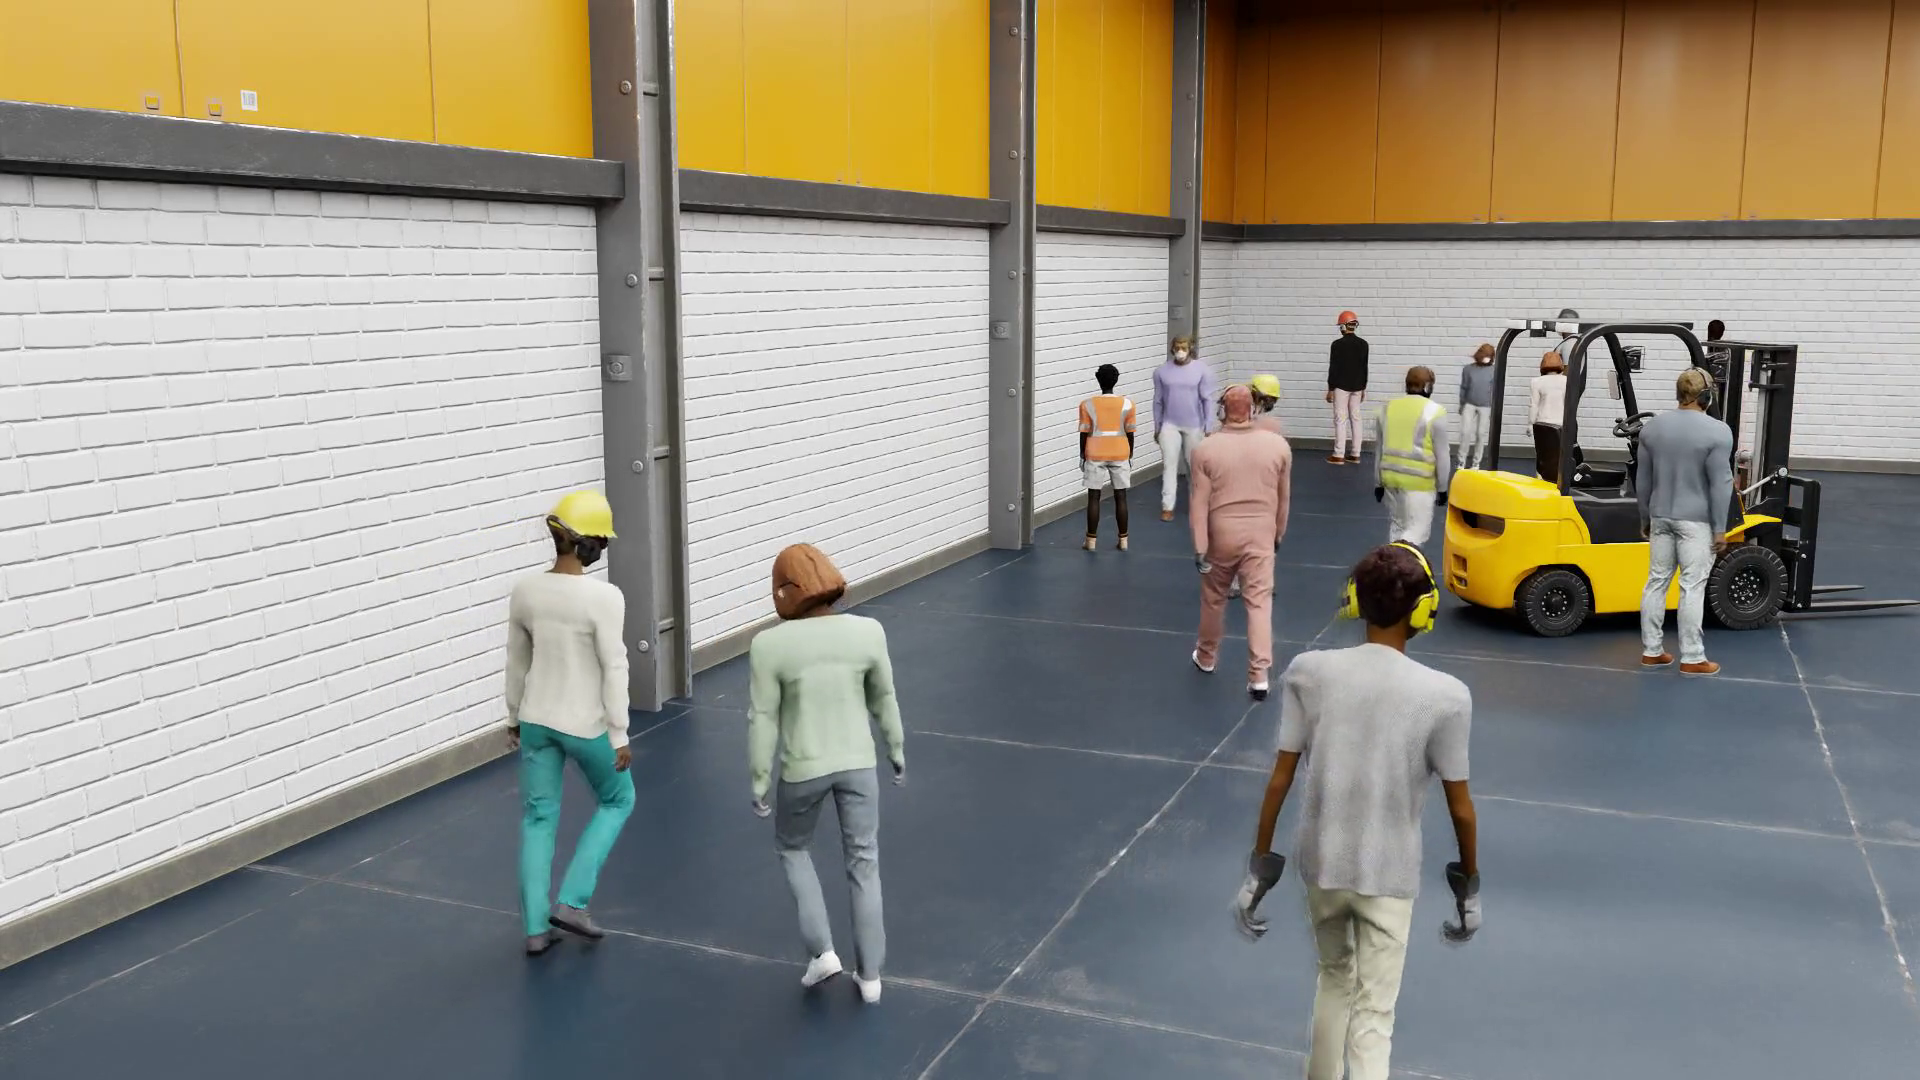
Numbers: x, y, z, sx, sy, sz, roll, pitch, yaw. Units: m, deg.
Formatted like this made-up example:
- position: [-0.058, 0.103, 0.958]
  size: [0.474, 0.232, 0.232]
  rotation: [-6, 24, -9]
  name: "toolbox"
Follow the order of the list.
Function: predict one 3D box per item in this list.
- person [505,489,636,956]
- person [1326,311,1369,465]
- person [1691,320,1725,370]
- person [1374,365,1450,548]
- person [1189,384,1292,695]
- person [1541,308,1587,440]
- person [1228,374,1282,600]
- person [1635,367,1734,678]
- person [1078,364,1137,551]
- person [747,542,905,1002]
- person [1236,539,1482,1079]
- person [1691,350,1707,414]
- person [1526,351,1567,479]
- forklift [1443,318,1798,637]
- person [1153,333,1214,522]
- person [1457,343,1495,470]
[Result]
- position: [-1.463, 0.683, 6.175]
  size: [0.629, 1.738, 0.432]
  rotation: [4, 10, 24]
  name: "person"
- position: [5.012, -1.973, 21.567]
  size: [0.611, 1.986, 0.401]
  rotation: [-5, 11, -29]
  name: "person"
- position: [9.063, -1.688, 20.044]
  size: [0.591, 1.920, 0.393]
  rotation: [0, 9, -3]
  name: "person"
- position: [3.392, -0.425, 12.714]
  size: [0.674, 1.815, 0.630]
  rotation: [-6, 11, -34]
  name: "person"
- position: [1.695, -0.017, 10.130]
  size: [0.643, 1.856, 1.012]
  rotation: [0, 9, -2]
  name: "person"
- position: [7.555, -1.884, 20.856]
  size: [0.537, 2.000, 0.678]
  rotation: [5, 11, 27]
  name: "person"
- position: [2.273, -0.403, 12.819]
  size: [0.546, 1.735, 0.587]
  rotation: [8, 12, 41]
  name: "person"
- position: [4.532, -0.113, 10.437]
  size: [0.379, 1.940, 0.629]
  rotation: [-6, 11, -31]
  name: "person"
- position: [1.325, -0.738, 14.987]
  size: [0.531, 1.691, 0.321]
  rotation: [0, 9, -3]
  name: "person"
- position: [-0.445, 0.813, 5.805]
  size: [0.603, 1.613, 0.385]
  rotation: [-3, 10, -17]
  name: "person"
- position: [1.104, 0.913, 4.527]
  size: [0.595, 1.835, 0.743]
  rotation: [6, 11, 31]
  name: "person"
- position: [7.405, -1.015, 16.462]
  size: [0.698, 1.745, 0.529]
  rotation: [-5, 10, -26]
  name: "person"
- position: [6.474, -1.254, 18.273]
  size: [0.499, 1.633, 0.288]
  rotation: [-1, 9, -4]
  name: "person"
- position: [4.706, -0.497, 11.990]
  size: [2.313, 2.155, 1.214]
  rotation: [-2, 10, -10]
  name: "forklift"
- position: [2.279, -1.175, 17.002]
  size: [0.643, 1.902, 0.973]
  rotation: [3, 10, 16]
  name: "person"
- position: [6.479, -1.648, 20.703]
  size: [0.535, 1.603, 0.482]
  rotation: [4, 10, 25]
  name: "person"
